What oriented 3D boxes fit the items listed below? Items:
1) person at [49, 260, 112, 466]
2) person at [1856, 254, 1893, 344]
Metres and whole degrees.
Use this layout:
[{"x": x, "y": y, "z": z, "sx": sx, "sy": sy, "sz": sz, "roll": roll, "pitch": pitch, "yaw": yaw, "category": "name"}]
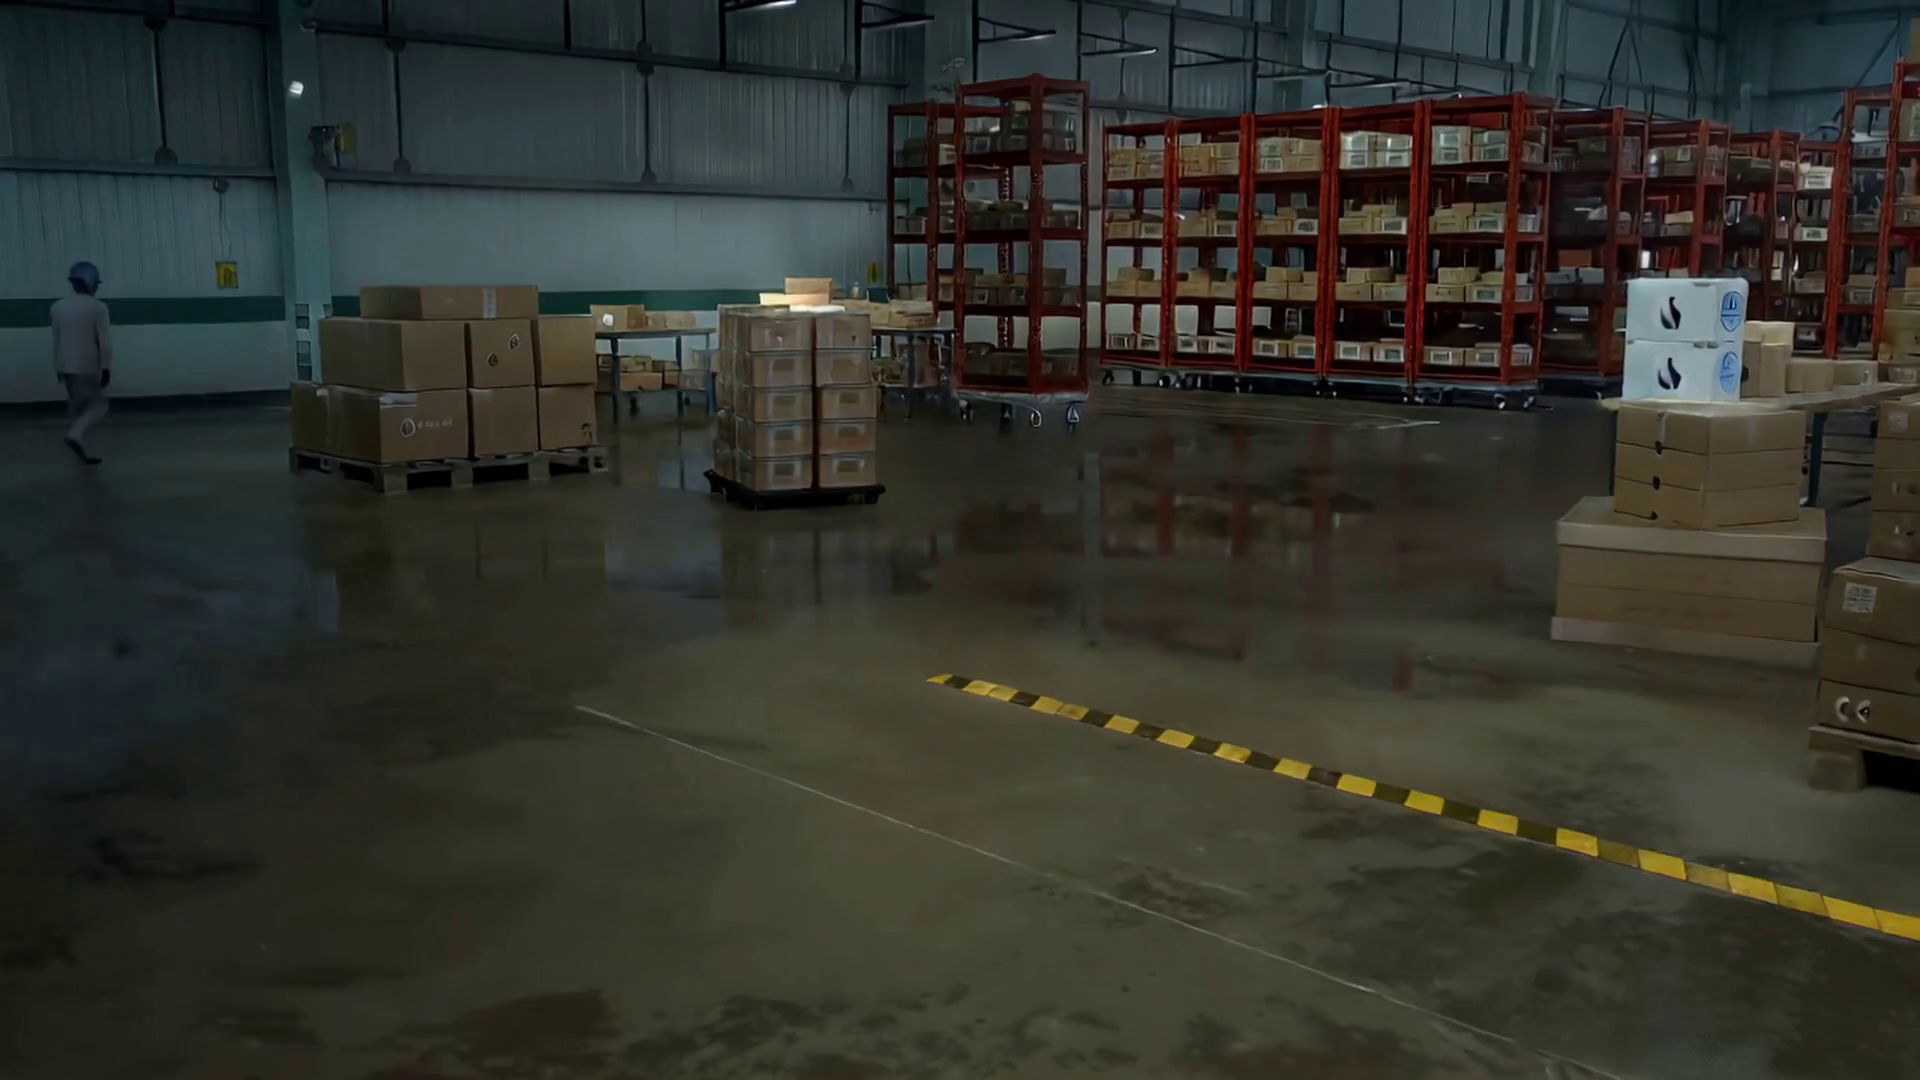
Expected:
[{"x": -7.346, "y": -1.462, "z": 13.874, "sx": 0.575, "sy": 1.727, "sz": 0.592, "roll": 2, "pitch": 10, "yaw": 15, "category": "person"}, {"x": 14.525, "y": -3.624, "z": 26.502, "sx": 0.388, "sy": 1.848, "sz": 0.564, "roll": -6, "pitch": 11, "yaw": -32, "category": "person"}]
